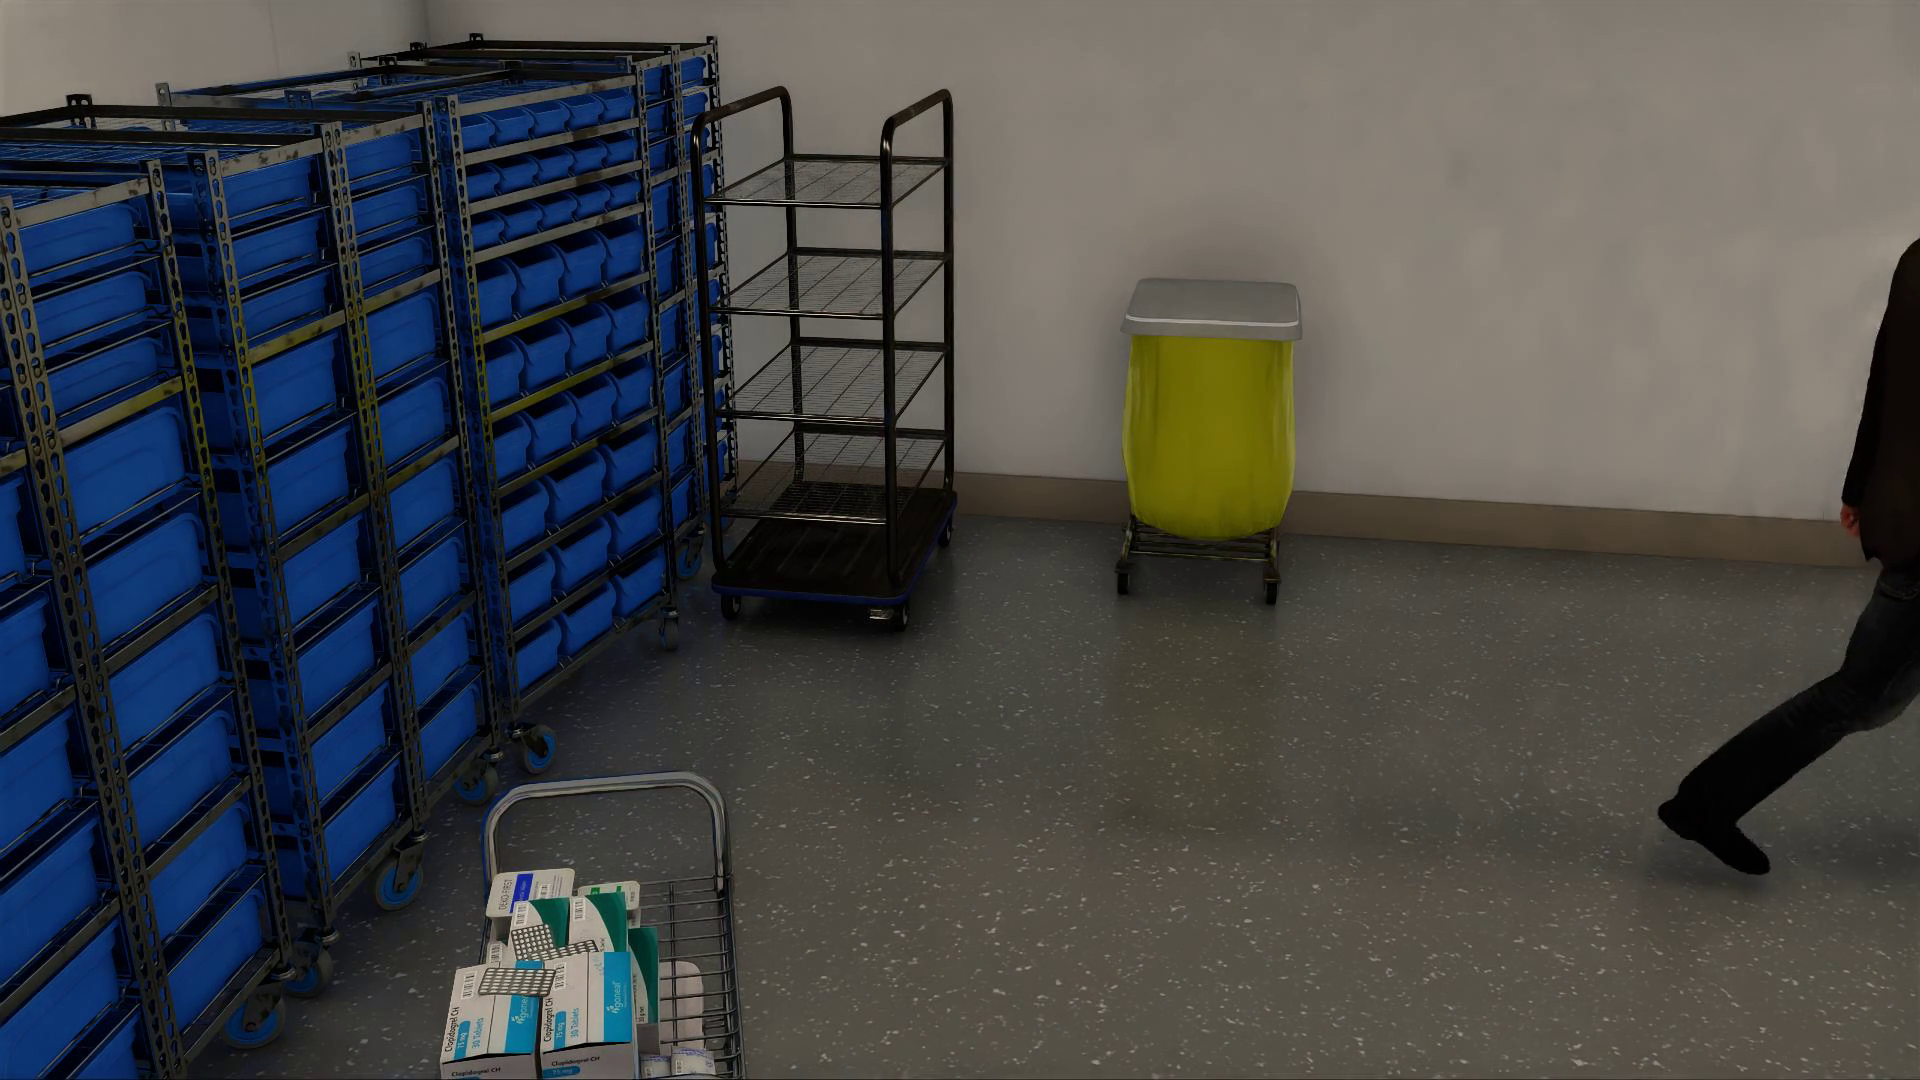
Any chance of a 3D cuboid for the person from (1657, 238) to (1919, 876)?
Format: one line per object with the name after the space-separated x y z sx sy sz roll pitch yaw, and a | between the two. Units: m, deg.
2.010 -0.022 3.585 1.165 1.763 0.698 4 21 11 | person
